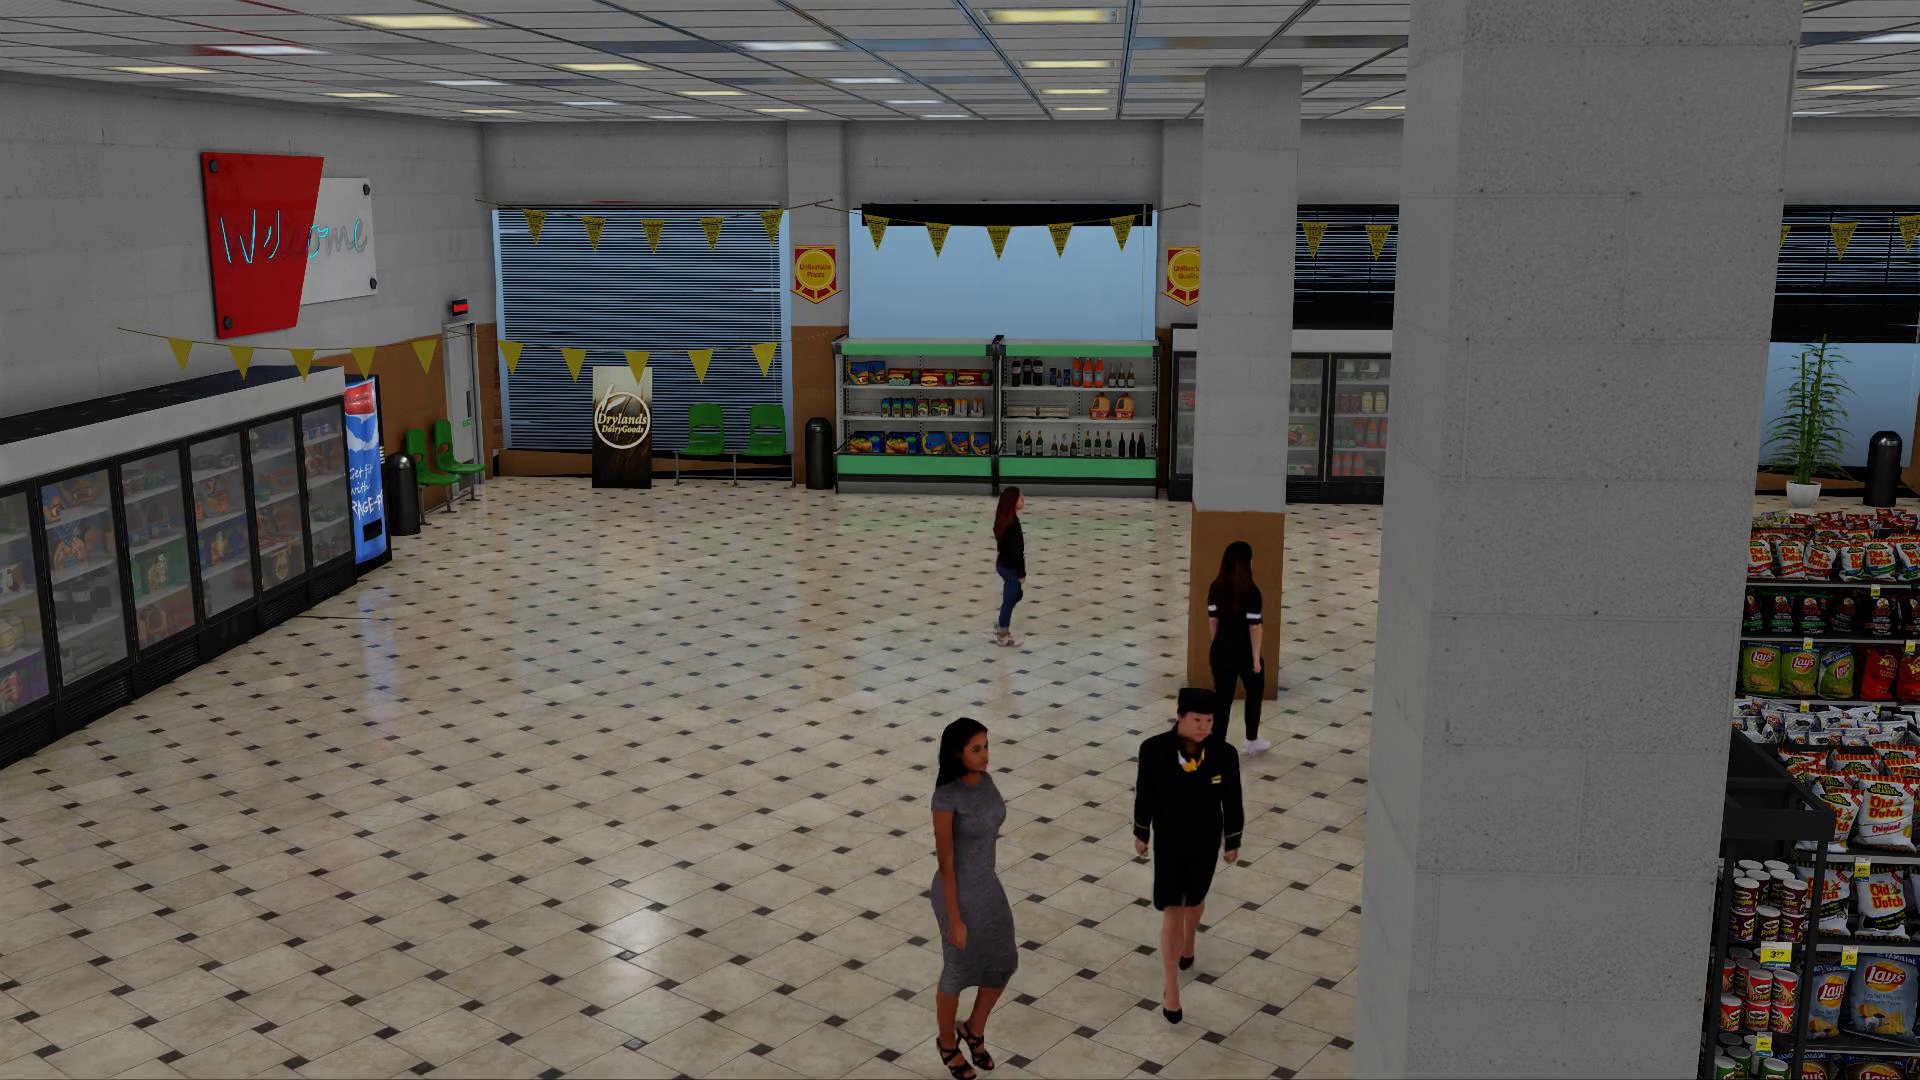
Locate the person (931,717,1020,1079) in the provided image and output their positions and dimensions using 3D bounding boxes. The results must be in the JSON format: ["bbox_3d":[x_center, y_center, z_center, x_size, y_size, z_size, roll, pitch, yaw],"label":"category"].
[{"bbox_3d":[-0.047,1.650,7.655,0.789,1.769,0.746,9,15,37],"label":"person"}]

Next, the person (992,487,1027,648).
[{"bbox_3d":[0.381,0.246,15.040,0.636,1.473,0.643,-3,12,-16],"label":"person"}]

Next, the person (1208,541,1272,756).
[{"bbox_3d":[1.920,0.834,11.889,0.877,1.621,0.915,10,16,40],"label":"person"}]

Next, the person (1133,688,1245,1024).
[{"bbox_3d":[1.164,1.541,8.507,0.974,1.631,0.767,2,12,8],"label":"person"}]
